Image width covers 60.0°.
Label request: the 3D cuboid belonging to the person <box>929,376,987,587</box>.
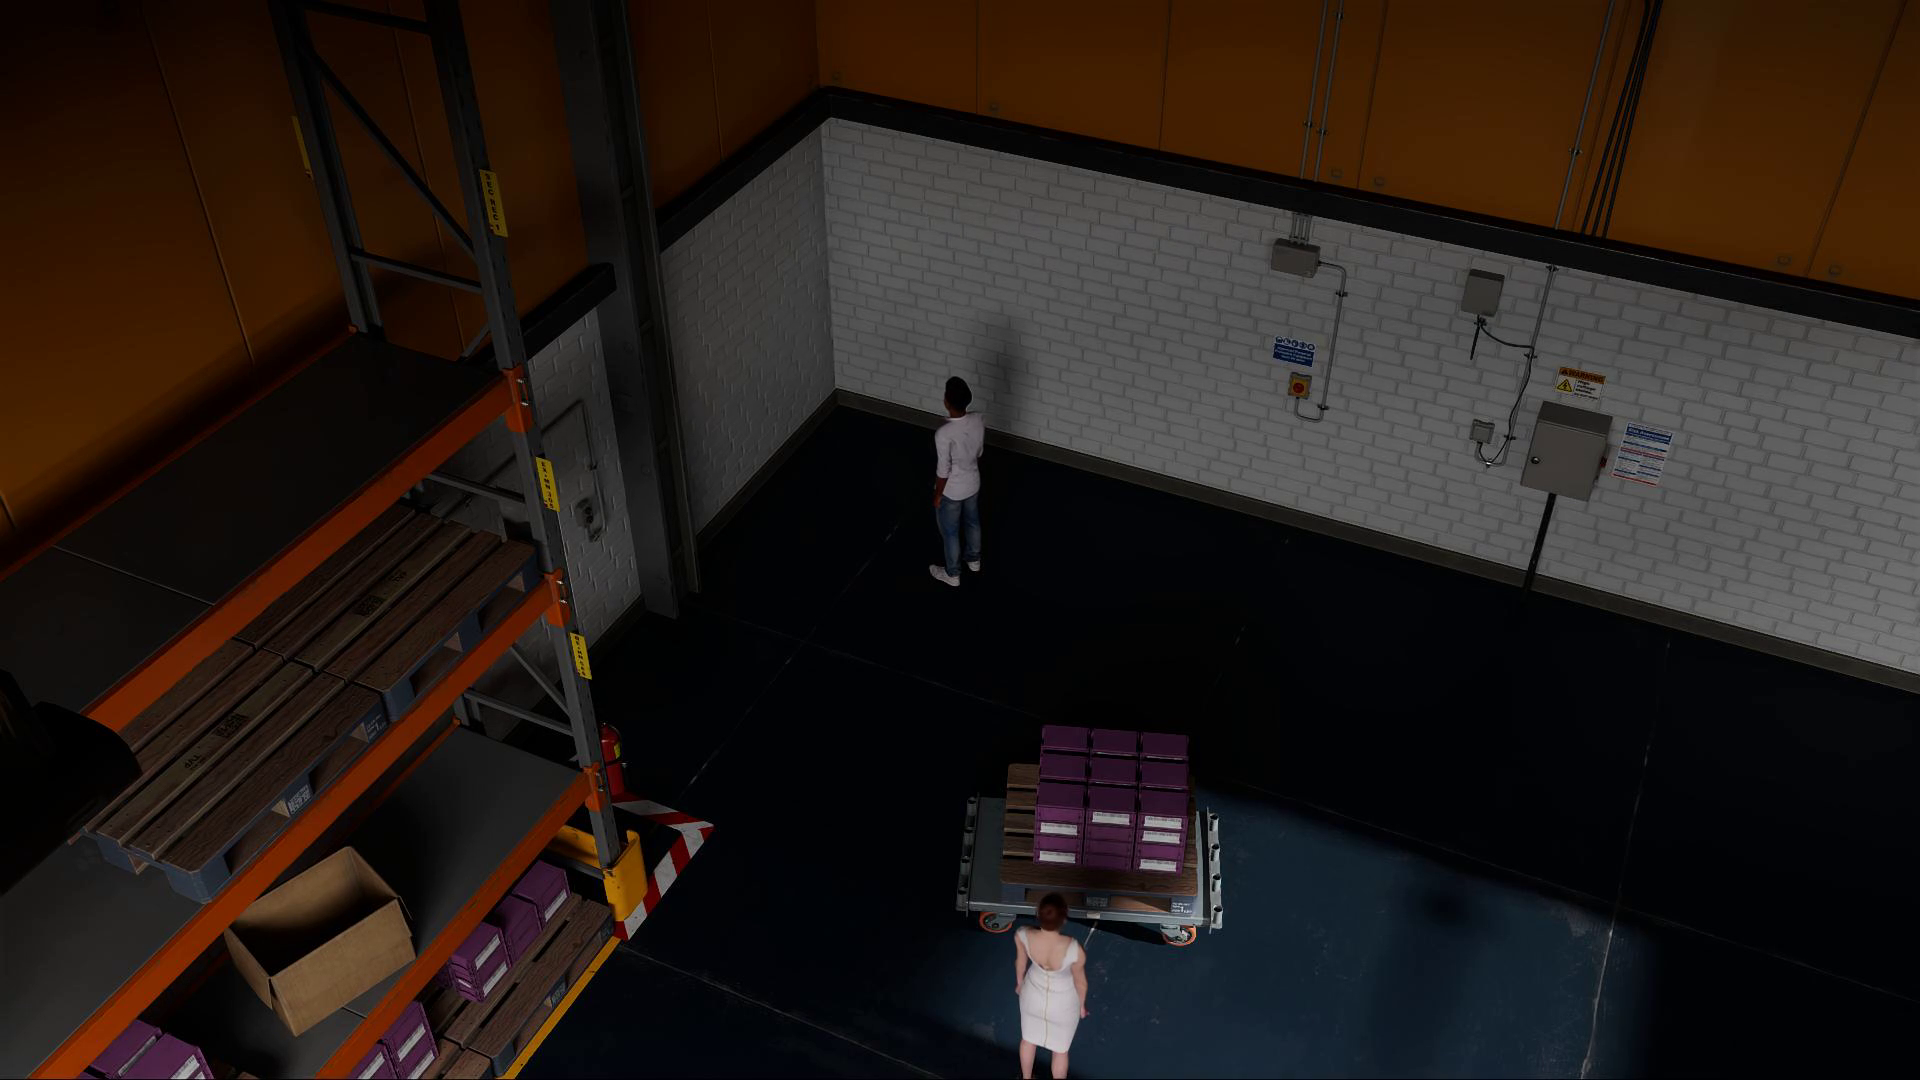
[{"bbox_3d":[-0.016,-0.457,12.811,0.635,1.814,0.777,-31,48,-33],"label":"person"}]

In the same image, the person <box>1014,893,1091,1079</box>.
[{"bbox_3d":[0.479,2.526,9.095,0.572,1.790,0.466,16,41,19],"label":"person"}]
